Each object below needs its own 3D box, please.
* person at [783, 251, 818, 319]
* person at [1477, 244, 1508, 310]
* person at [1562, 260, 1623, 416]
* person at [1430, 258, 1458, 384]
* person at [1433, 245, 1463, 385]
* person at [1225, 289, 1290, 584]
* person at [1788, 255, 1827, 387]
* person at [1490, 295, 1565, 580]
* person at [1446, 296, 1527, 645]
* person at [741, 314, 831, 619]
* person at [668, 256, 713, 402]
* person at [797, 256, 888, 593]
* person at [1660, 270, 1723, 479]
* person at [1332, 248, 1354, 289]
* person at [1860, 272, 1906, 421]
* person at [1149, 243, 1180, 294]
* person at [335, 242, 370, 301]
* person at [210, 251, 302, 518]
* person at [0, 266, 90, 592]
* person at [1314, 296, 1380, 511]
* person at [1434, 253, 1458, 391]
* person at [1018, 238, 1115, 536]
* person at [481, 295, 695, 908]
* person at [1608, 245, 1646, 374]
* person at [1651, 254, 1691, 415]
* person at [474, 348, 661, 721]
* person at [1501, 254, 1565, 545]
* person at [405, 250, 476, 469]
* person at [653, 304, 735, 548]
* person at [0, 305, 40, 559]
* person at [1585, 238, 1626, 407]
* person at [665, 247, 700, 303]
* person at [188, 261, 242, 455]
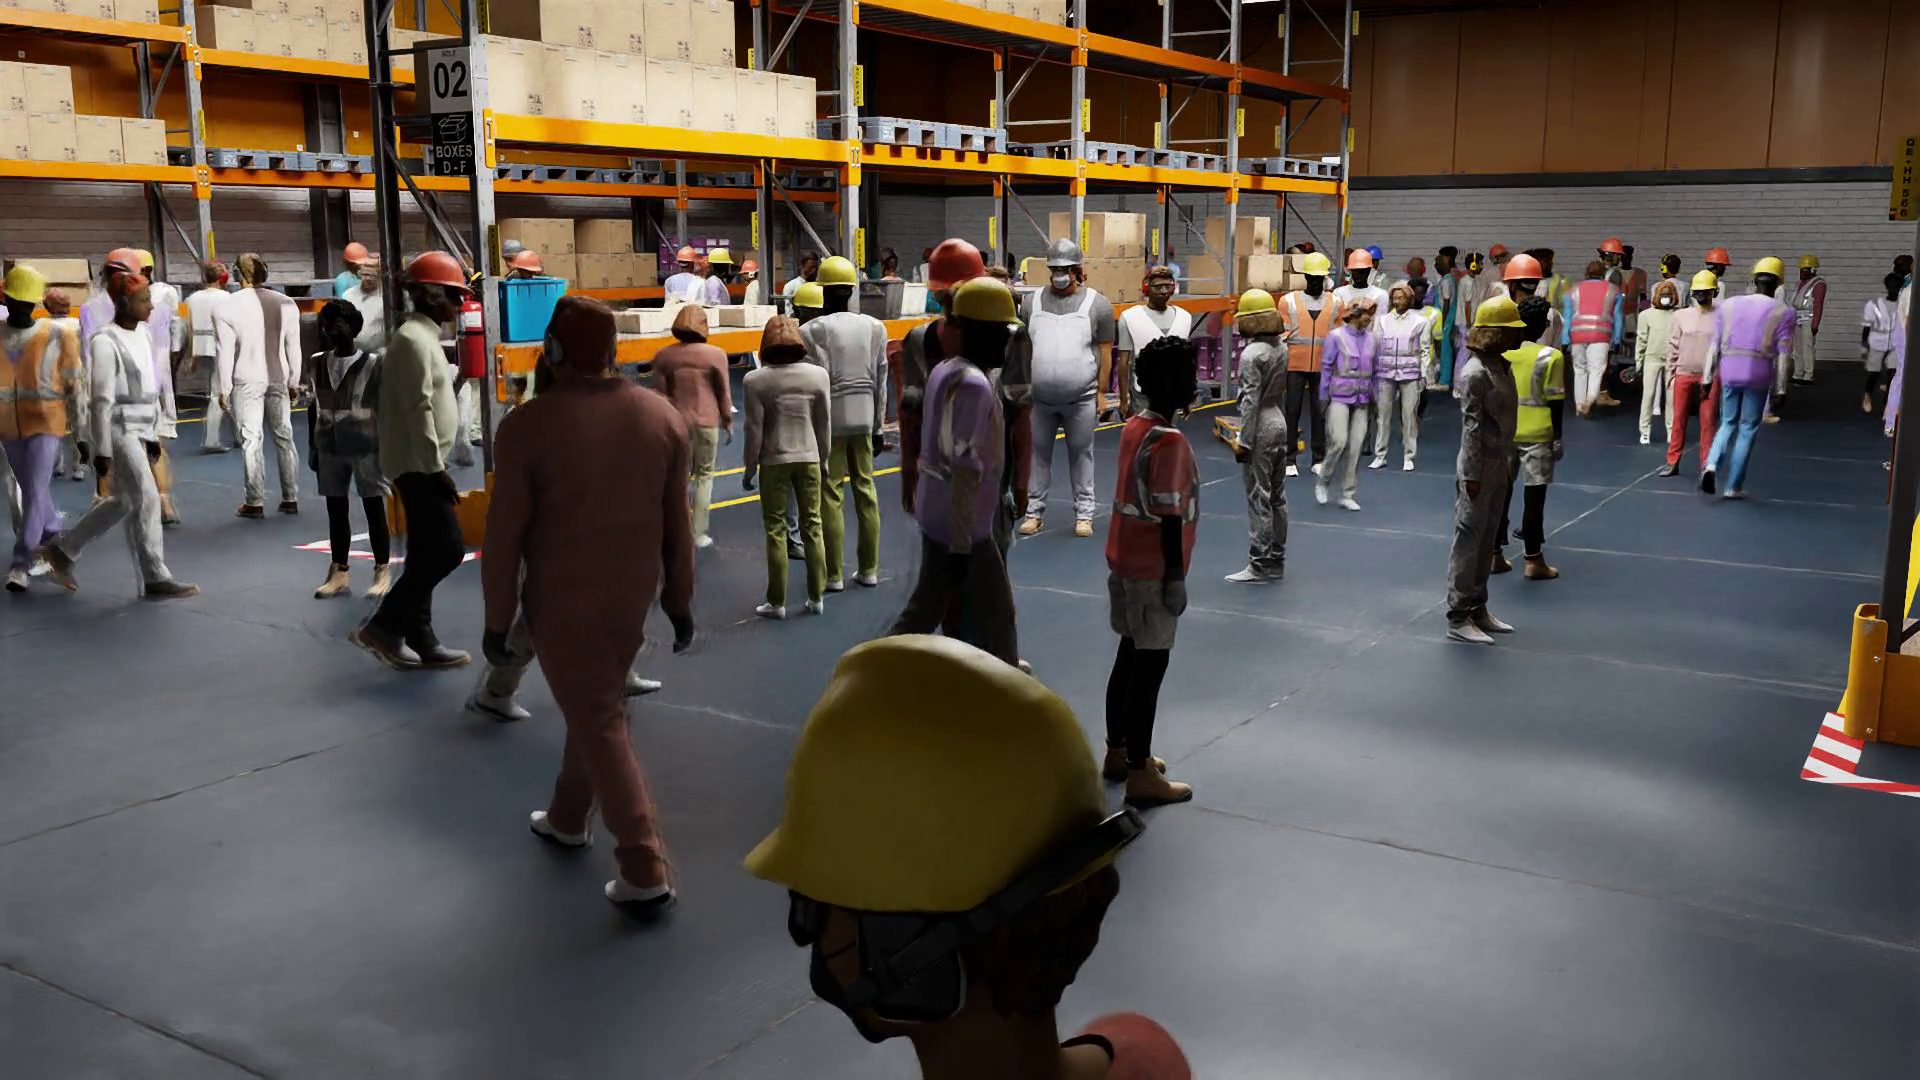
[{"bbox_3d":[-1.660,-2.198,18.196,0.594,1.907,0.413,-9,14,-41],"label":"person"},{"bbox_3d":[7.724,-3.242,23.806,0.662,1.962,0.575,0,10,1],"label":"person"},{"bbox_3d":[7.196,-2.288,18.973,0.645,1.810,0.796,5,11,26],"label":"person"},{"bbox_3d":[6.841,-3.106,23.405,0.504,1.840,0.340,1,10,5],"label":"person"},{"bbox_3d":[6.778,-3.115,23.129,0.401,1.951,0.621,9,13,40],"label":"person"},{"bbox_3d":[1.757,-0.608,9.834,0.316,1.740,0.484,7,13,36],"label":"person"},{"bbox_3d":[11.713,-3.031,23.043,0.403,1.824,0.594,0,10,0],"label":"person"},{"bbox_3d":[3.376,-0.610,9.962,0.322,1.697,0.530,-8,13,-37],"label":"person"},{"bbox_3d":[2.681,-0.355,8.425,0.295,1.743,0.493,8,13,36],"label":"person"},{"bbox_3d":[-0.927,-0.391,8.923,0.498,1.633,0.279,-5,11,-26],"label":"person"},{"bbox_3d":[-3.239,-2.485,19.971,0.836,1.848,0.588,-8,13,-38],"label":"person"},{"bbox_3d":[-0.692,-0.659,9.594,0.585,1.928,0.369,-7,12,-33],"label":"person"},{"bbox_3d":[6.264,-1.394,14.115,0.523,1.769,0.323,7,12,35],"label":"person"},{"bbox_3d":[6.661,-4.096,28.763,0.585,1.881,0.337,-5,12,-27],"label":"person"},{"bbox_3d":[10.467,-2.190,18.770,0.544,1.676,0.597,4,11,23],"label":"person"},{"bbox_3d":[3.273,-3.757,26.638,0.610,1.968,1.030,7,12,34],"label":"person"},{"bbox_3d":[-6.821,-2.356,18.851,0.652,1.997,0.614,0,10,1],"label":"person"},{"bbox_3d":[-5.124,-1.127,12.160,0.372,1.940,0.631,10,14,43],"label":"person"},{"bbox_3d":[-5.475,-0.654,9.732,0.659,1.867,0.977,-1,10,-3],"label":"person"},{"bbox_3d":[2.932,-1.028,12.535,0.554,1.608,0.374,-5,11,-24],"label":"person"},{"bbox_3d":[6.503,-2.920,22.367,0.345,1.841,0.506,4,11,23],"label":"person"},{"bbox_3d":[0.695,-1.036,11.369,0.682,2.000,0.538,2,10,13],"label":"person"},{"bbox_3d":[-1.163,0.174,5.191,0.659,1.860,0.980,-10,14,-43],"label":"person"},{"bbox_3d":[10.027,-3.473,25.129,0.616,1.954,0.399,2,10,9],"label":"person"},{"bbox_3d":[8.207,-2.372,19.289,0.519,1.860,0.319,-1,10,-6],"label":"person"},{"bbox_3d":[-1.709,-0.041,7.087,0.861,1.596,0.532,-7,12,-33],"label":"person"},{"bbox_3d":[3.720,-0.929,11.098,0.546,1.928,0.387,-3,11,-15],"label":"person"},{"bbox_3d":[-4.582,-1.579,14.694,0.623,1.921,0.666,0,10,-1],"label":"person"},{"bbox_3d":[-1.752,-0.743,10.948,0.500,1.613,0.356,1,10,6],"label":"person"},{"bbox_3d":[-6.098,-0.816,10.433,0.612,1.946,0.403,-5,11,-27],"label":"person"},{"bbox_3d":[7.869,-2.647,20.308,0.395,2.039,0.607,-3,11,-15],"label":"person"},{"bbox_3d":[-3.367,-2.645,20.573,0.547,1.938,0.377,3,11,14],"label":"person"},{"bbox_3d":[-6.991,-1.750,15.926,0.594,1.812,0.853,5,11,24],"label":"person"}]
